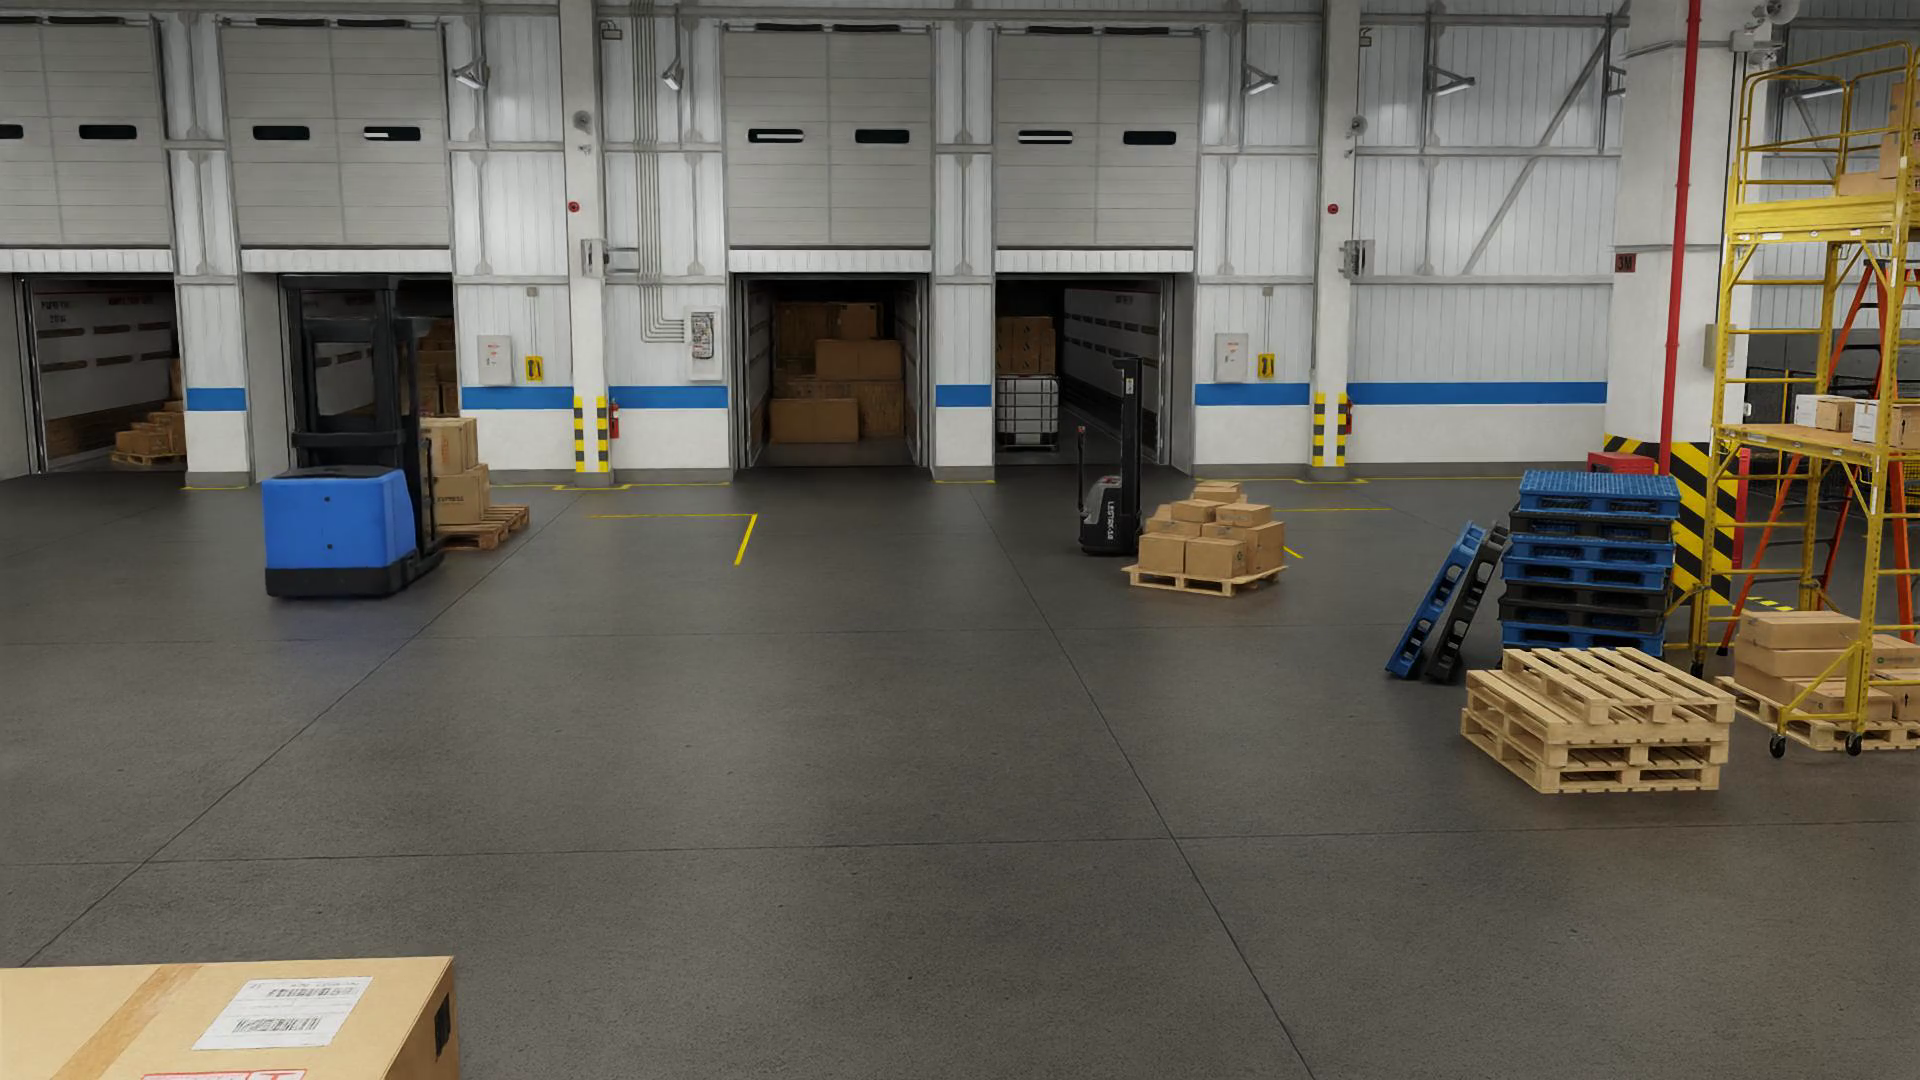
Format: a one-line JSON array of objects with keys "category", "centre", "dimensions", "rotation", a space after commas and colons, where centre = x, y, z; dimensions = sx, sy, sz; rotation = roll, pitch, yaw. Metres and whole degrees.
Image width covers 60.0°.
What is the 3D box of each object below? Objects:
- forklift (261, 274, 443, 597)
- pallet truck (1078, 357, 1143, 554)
[{"category": "forklift", "centre": [-5.507, -0.992, 14.977], "dimensions": [1.129, 2.768, 1.873], "rotation": [-1, 9, -4]}, {"category": "pallet truck", "centre": [2.088, -0.836, 16.757], "dimensions": [1.885, 1.965, 0.823], "rotation": [2, 9, 13]}]
